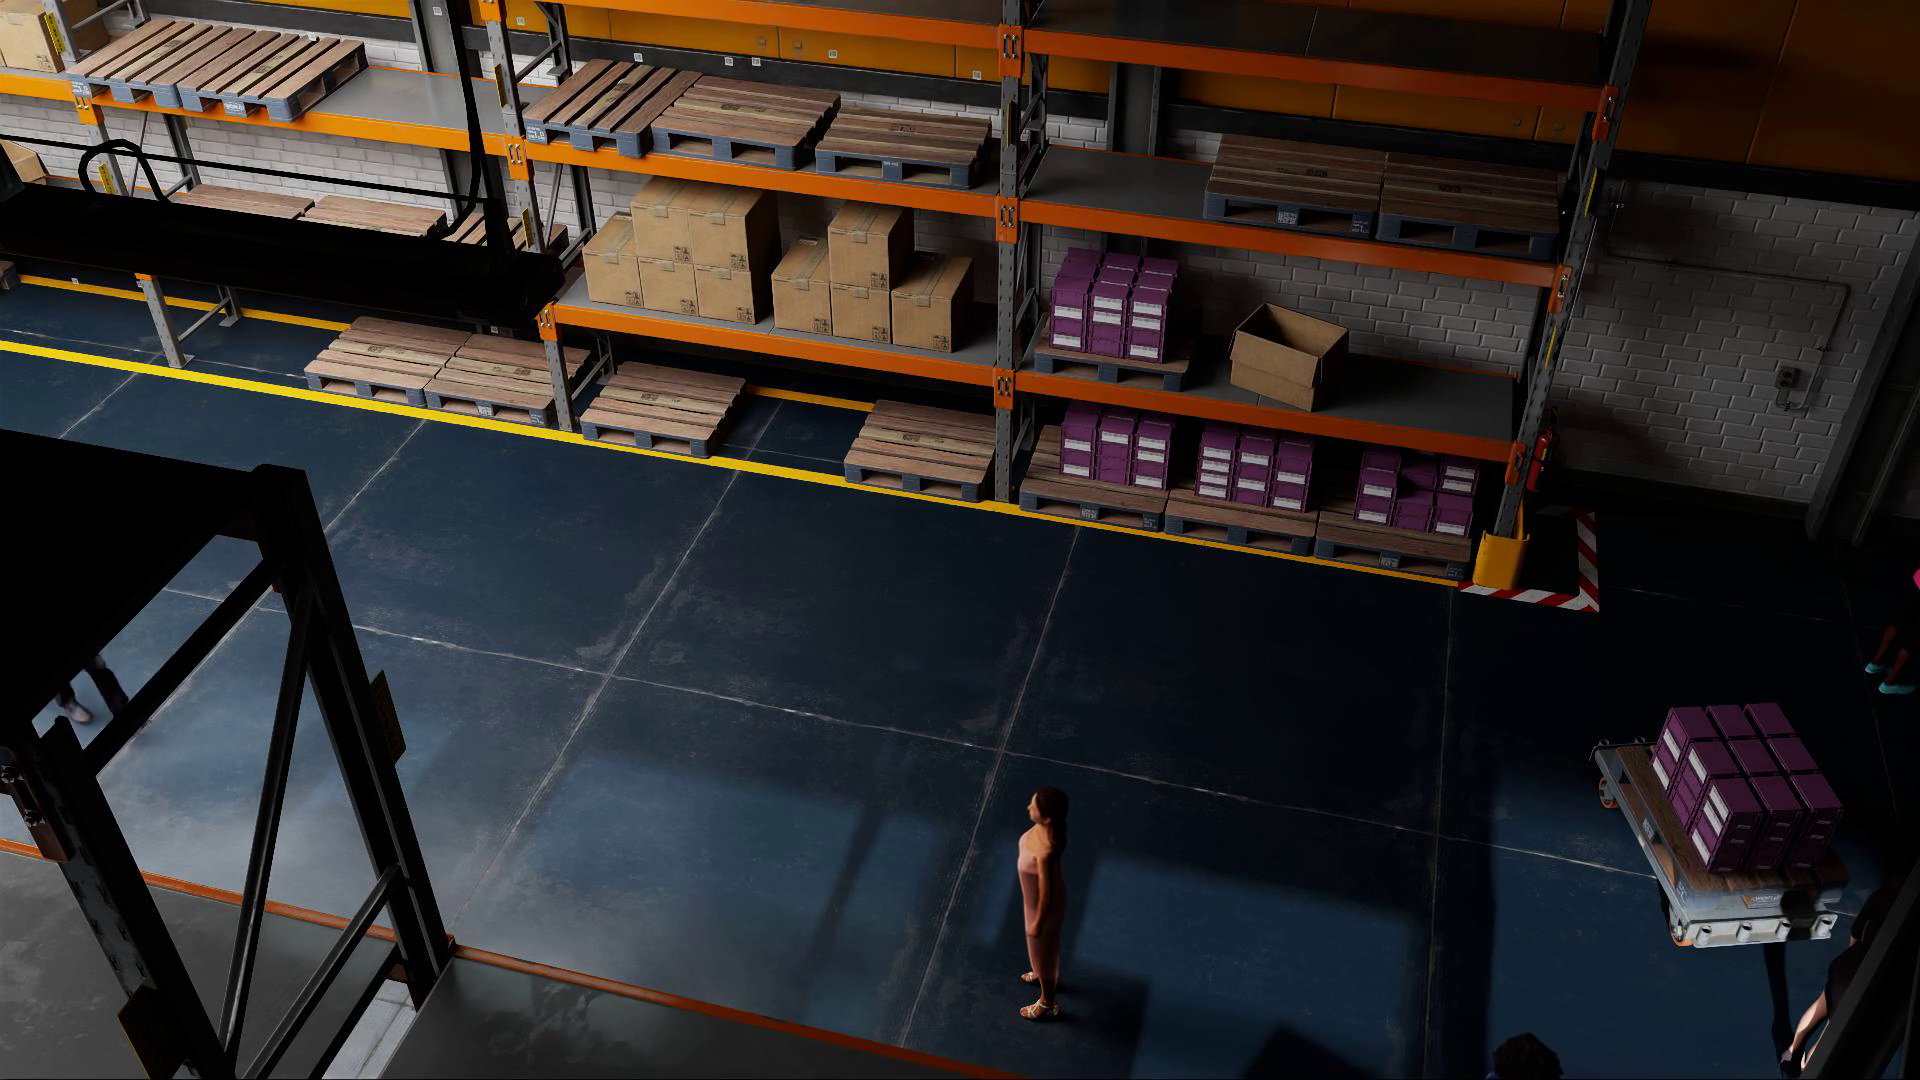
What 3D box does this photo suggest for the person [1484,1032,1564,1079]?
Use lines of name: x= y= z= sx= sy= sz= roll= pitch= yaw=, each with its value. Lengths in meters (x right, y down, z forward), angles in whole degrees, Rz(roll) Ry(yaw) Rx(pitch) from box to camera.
person: x=2.629 y=3.091 z=8.285 sx=0.548 sy=1.803 sz=0.666 roll=11 pitch=40 yaw=13

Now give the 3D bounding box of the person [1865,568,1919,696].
person: x=6.836 y=0.372 z=11.754 sx=0.618 sy=1.724 sz=0.617 roll=1 pitch=39 yaw=1

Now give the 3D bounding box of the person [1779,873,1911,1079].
person: x=4.875 y=2.443 z=9.095 sx=0.487 sy=1.807 sz=0.594 roll=11 pitch=40 yaw=13

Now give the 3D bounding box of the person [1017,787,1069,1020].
person: x=0.488 y=2.077 z=9.533 sx=0.555 sy=1.832 sz=0.628 roll=3 pitch=39 yaw=4
